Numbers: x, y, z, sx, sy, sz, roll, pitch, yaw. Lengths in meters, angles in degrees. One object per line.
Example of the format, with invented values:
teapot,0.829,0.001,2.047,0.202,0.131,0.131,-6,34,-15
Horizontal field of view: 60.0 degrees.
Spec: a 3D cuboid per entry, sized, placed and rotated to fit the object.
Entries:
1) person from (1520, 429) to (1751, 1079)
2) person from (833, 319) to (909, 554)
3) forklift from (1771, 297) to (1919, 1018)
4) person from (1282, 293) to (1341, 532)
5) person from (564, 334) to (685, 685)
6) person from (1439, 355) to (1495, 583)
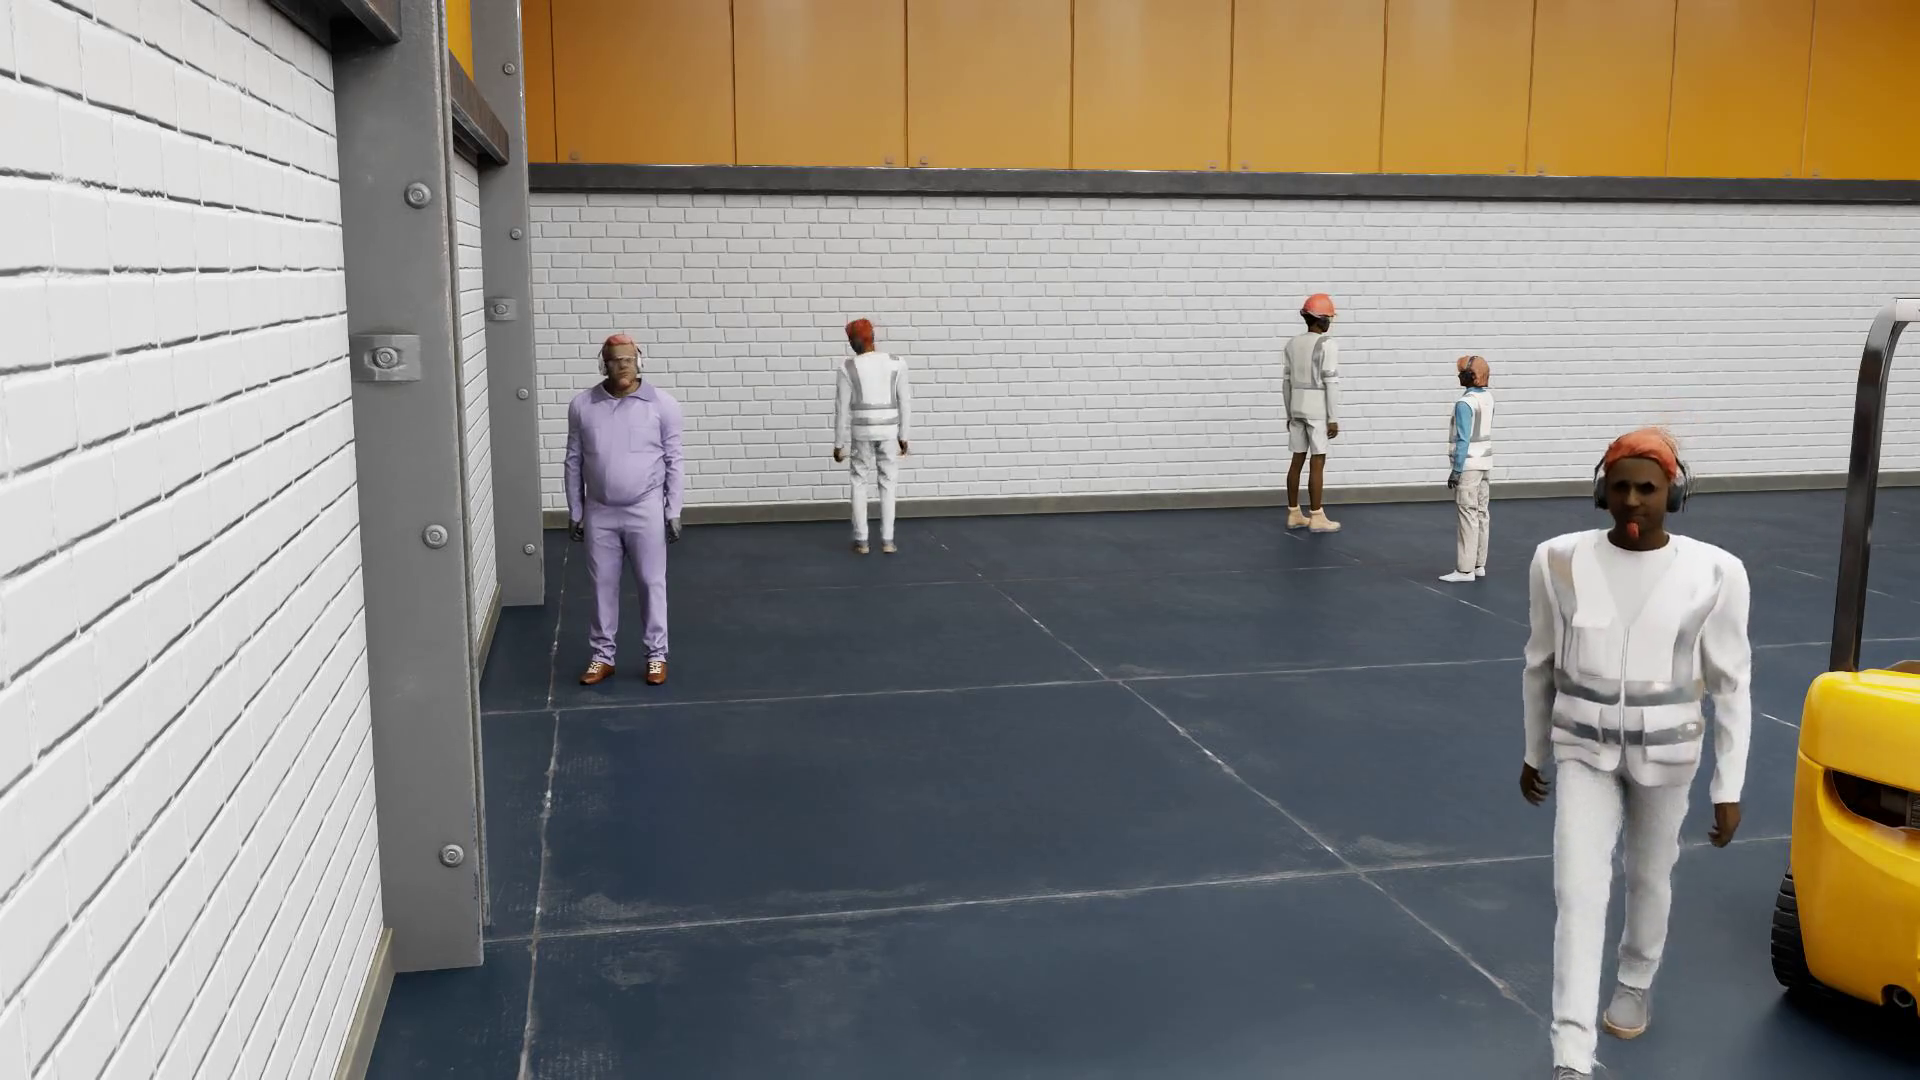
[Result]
person,1.864,0.607,4.631,0.596,1.833,0.979,5,10,26
person,-0.699,-0.801,13.179,0.617,1.868,0.342,-3,10,-17
forklift,3.542,0.334,5.177,2.313,2.155,1.214,-9,13,-43
person,3.043,-1.092,14.323,0.393,2.044,0.609,-5,11,-30
person,-1.827,-0.156,9.032,0.652,1.908,0.409,0,9,2
person,3.677,-0.507,11.989,0.309,1.641,0.511,7,12,37
